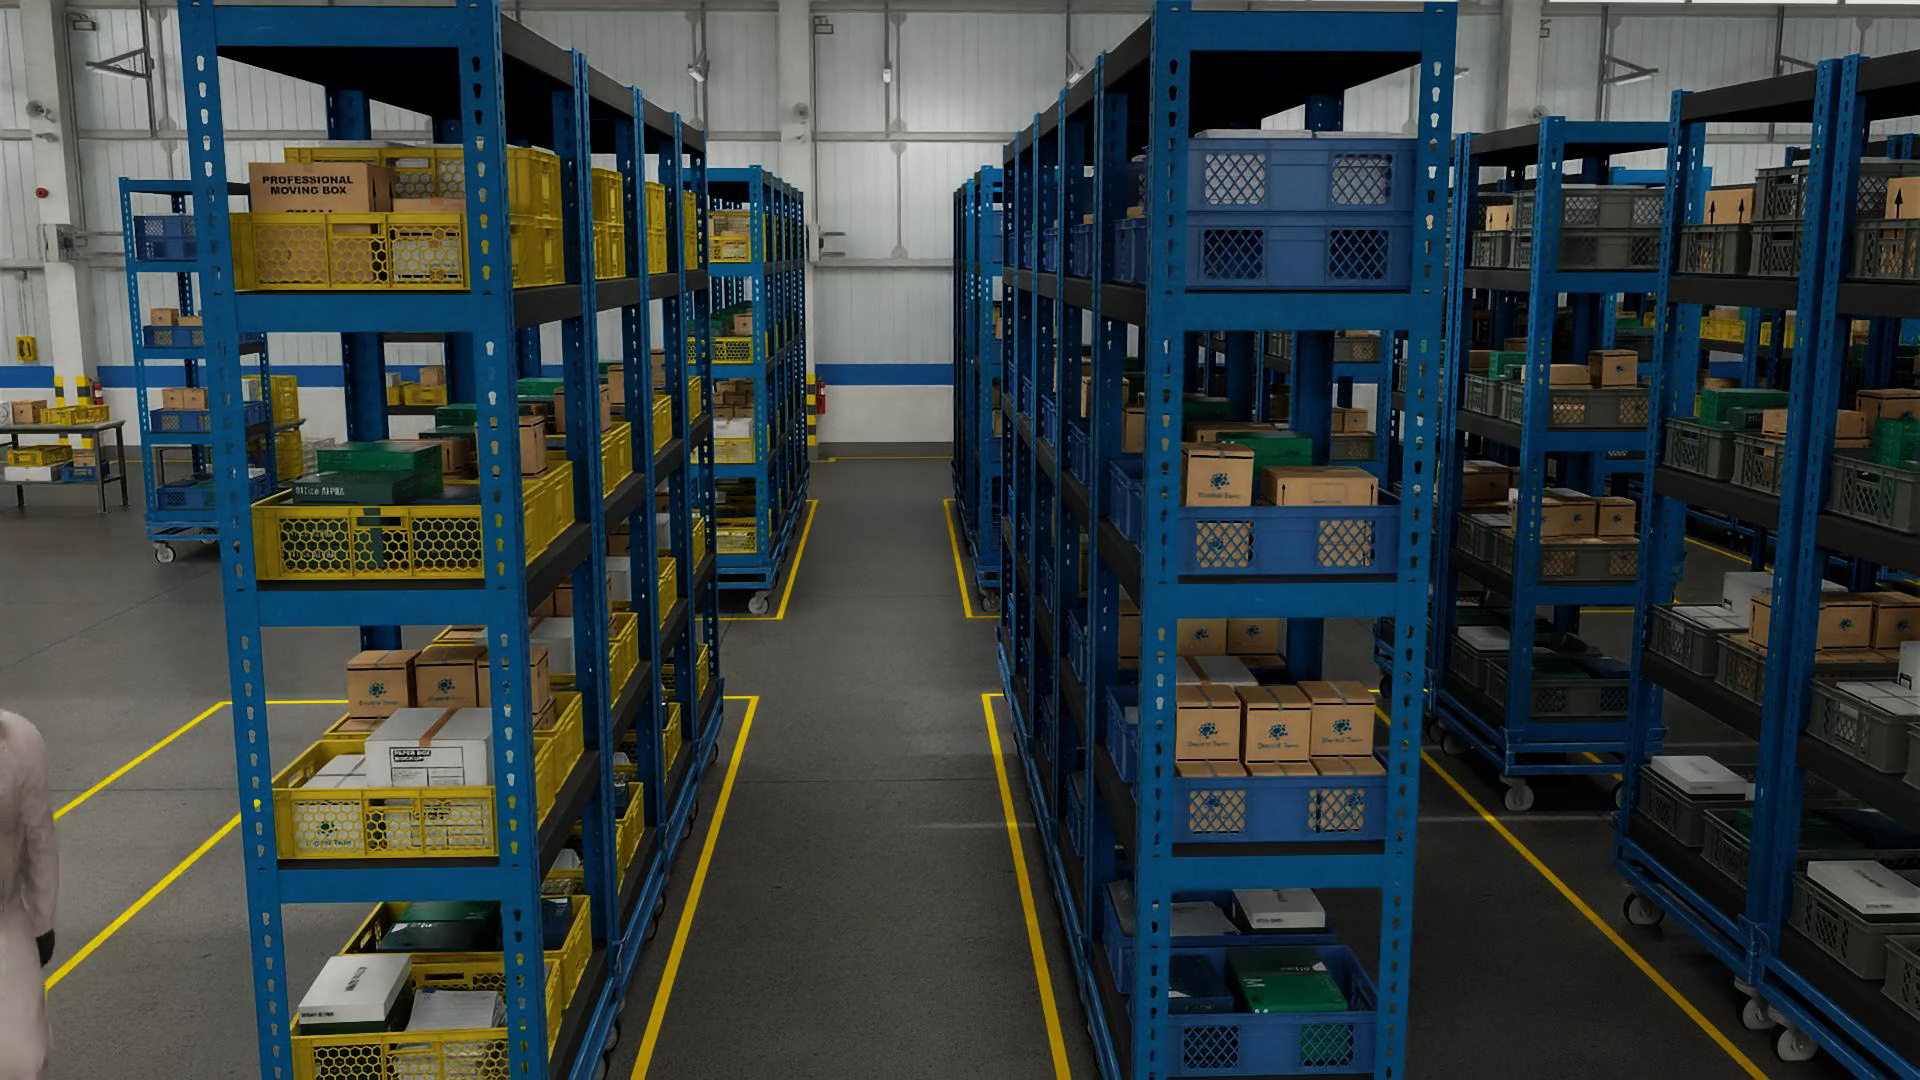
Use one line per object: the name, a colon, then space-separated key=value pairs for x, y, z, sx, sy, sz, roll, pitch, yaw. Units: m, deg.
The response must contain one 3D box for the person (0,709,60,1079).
person: x=-2.971 y=1.184 z=4.885 sx=0.651 sy=1.893 sz=0.425 roll=-9 pitch=13 yaw=-40
